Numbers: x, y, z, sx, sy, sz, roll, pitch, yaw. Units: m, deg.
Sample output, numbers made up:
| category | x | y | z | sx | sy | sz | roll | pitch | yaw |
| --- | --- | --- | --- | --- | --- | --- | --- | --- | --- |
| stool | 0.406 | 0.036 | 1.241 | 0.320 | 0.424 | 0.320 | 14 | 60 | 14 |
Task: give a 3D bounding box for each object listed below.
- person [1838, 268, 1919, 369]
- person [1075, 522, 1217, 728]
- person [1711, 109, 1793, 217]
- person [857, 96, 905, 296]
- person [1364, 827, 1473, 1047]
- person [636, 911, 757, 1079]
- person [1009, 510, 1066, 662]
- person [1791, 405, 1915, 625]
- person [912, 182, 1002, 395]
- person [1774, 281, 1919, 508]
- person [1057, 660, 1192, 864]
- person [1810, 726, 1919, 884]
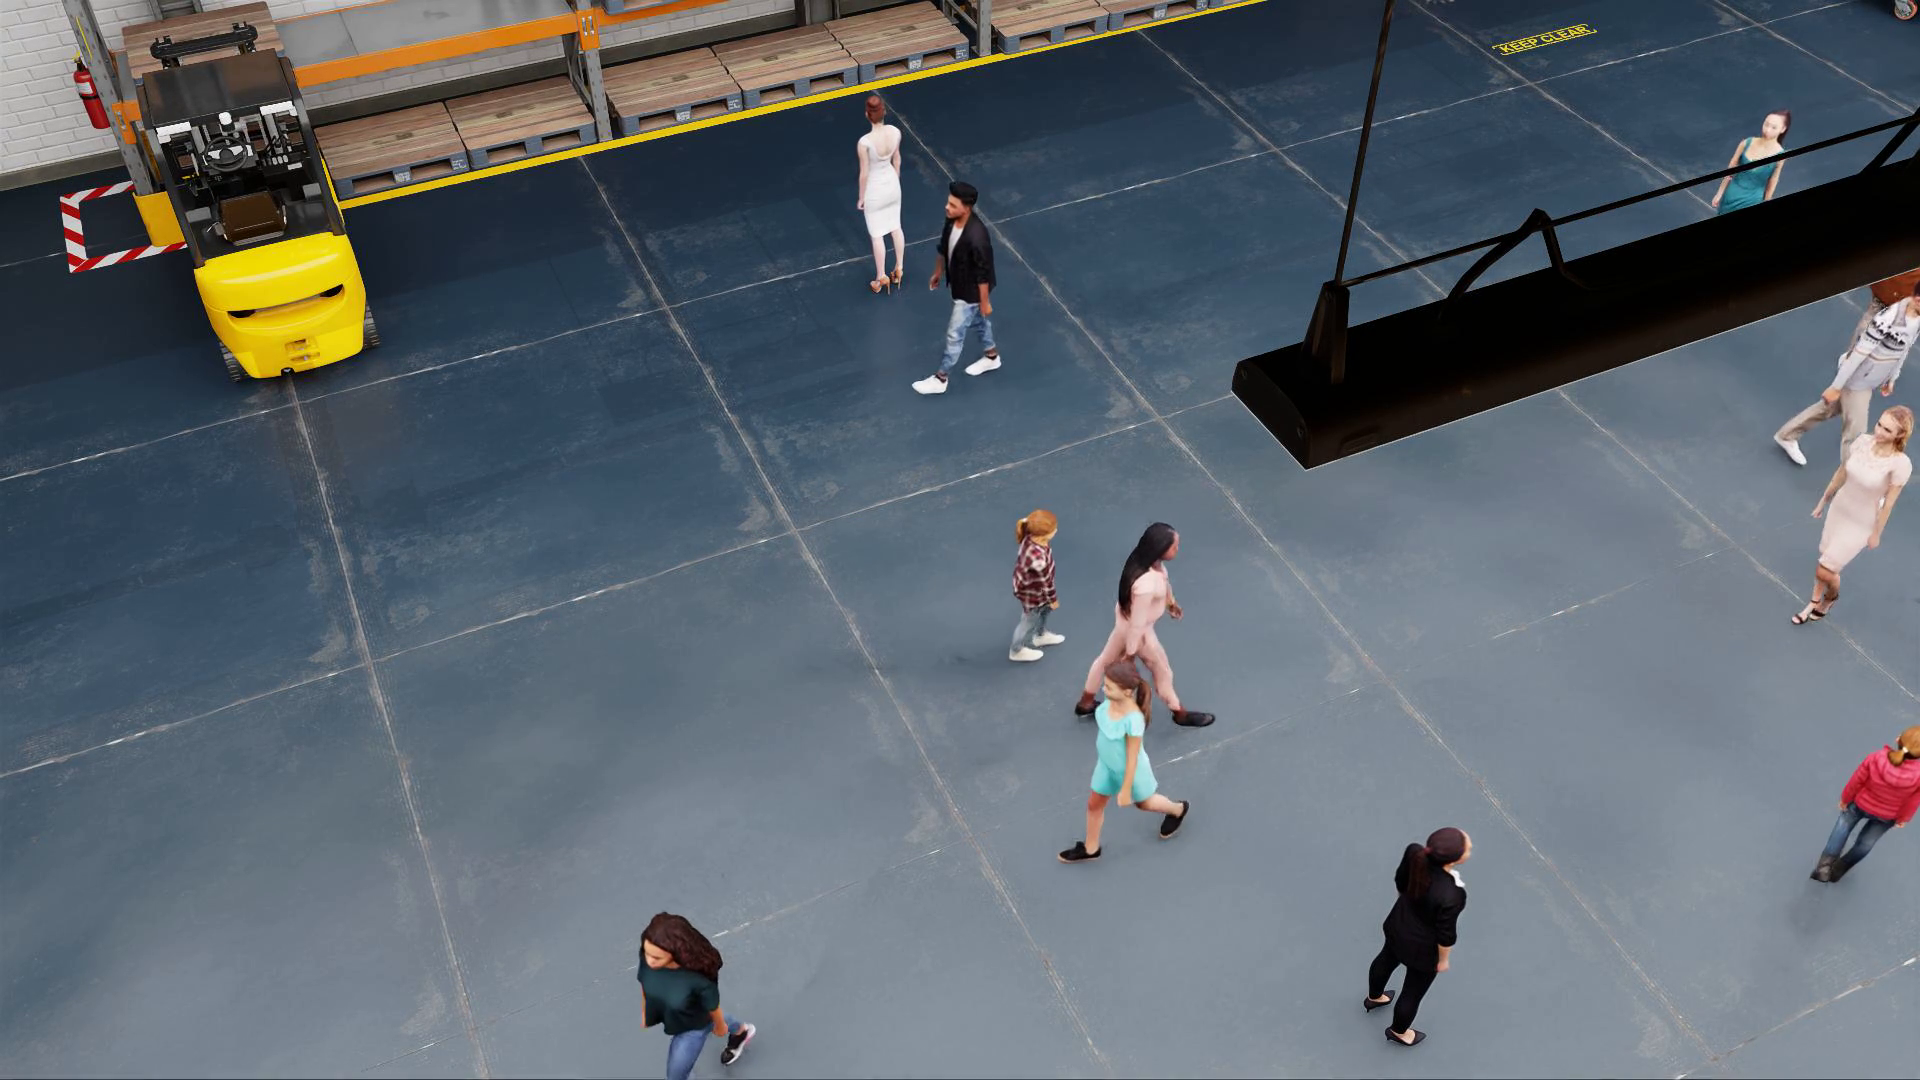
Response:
| category | x | y | z | sx | sy | sz | roll | pitch | yaw |
| --- | --- | --- | --- | --- | --- | --- | --- | --- | --- |
| person | 7.166 | -1.987 | 12.587 | 0.844 | 1.837 | 0.876 | 24 | 49 | 24 |
| person | 0.980 | 0.552 | 10.040 | 1.209 | 1.673 | 0.997 | 0 | 44 | 0 |
| person | 6.372 | -2.746 | 13.516 | 1.088 | 1.654 | 0.772 | -33 | 52 | -29 |
| person | -0.635 | -2.789 | 13.460 | 0.499 | 1.794 | 0.679 | -28 | 50 | -26 |
| person | 2.332 | 2.018 | 8.510 | 0.566 | 1.661 | 0.612 | -14 | 45 | -14 |
| person | -1.317 | 2.306 | 8.271 | 0.969 | 1.575 | 1.188 | 25 | 49 | 24 |
| person | 0.402 | 0.309 | 10.571 | 0.695 | 1.293 | 0.624 | -2 | 44 | -2 |
| person | 5.789 | -0.141 | 10.661 | 0.642 | 1.820 | 0.626 | -13 | 45 | -13 |
| person | 0.147 | -1.957 | 12.595 | 1.047 | 1.781 | 0.755 | -13 | 45 | -13 |
| person | 6.301 | -1.181 | 11.770 | 1.215 | 1.796 | 0.997 | -26 | 49 | -24 |
| person | 0.997 | 1.255 | 9.414 | 1.098 | 1.519 | 0.688 | -14 | 45 | -14 |
| person | 5.092 | 1.530 | 9.279 | 0.661 | 1.308 | 0.756 | 28 | 50 | 26 |
